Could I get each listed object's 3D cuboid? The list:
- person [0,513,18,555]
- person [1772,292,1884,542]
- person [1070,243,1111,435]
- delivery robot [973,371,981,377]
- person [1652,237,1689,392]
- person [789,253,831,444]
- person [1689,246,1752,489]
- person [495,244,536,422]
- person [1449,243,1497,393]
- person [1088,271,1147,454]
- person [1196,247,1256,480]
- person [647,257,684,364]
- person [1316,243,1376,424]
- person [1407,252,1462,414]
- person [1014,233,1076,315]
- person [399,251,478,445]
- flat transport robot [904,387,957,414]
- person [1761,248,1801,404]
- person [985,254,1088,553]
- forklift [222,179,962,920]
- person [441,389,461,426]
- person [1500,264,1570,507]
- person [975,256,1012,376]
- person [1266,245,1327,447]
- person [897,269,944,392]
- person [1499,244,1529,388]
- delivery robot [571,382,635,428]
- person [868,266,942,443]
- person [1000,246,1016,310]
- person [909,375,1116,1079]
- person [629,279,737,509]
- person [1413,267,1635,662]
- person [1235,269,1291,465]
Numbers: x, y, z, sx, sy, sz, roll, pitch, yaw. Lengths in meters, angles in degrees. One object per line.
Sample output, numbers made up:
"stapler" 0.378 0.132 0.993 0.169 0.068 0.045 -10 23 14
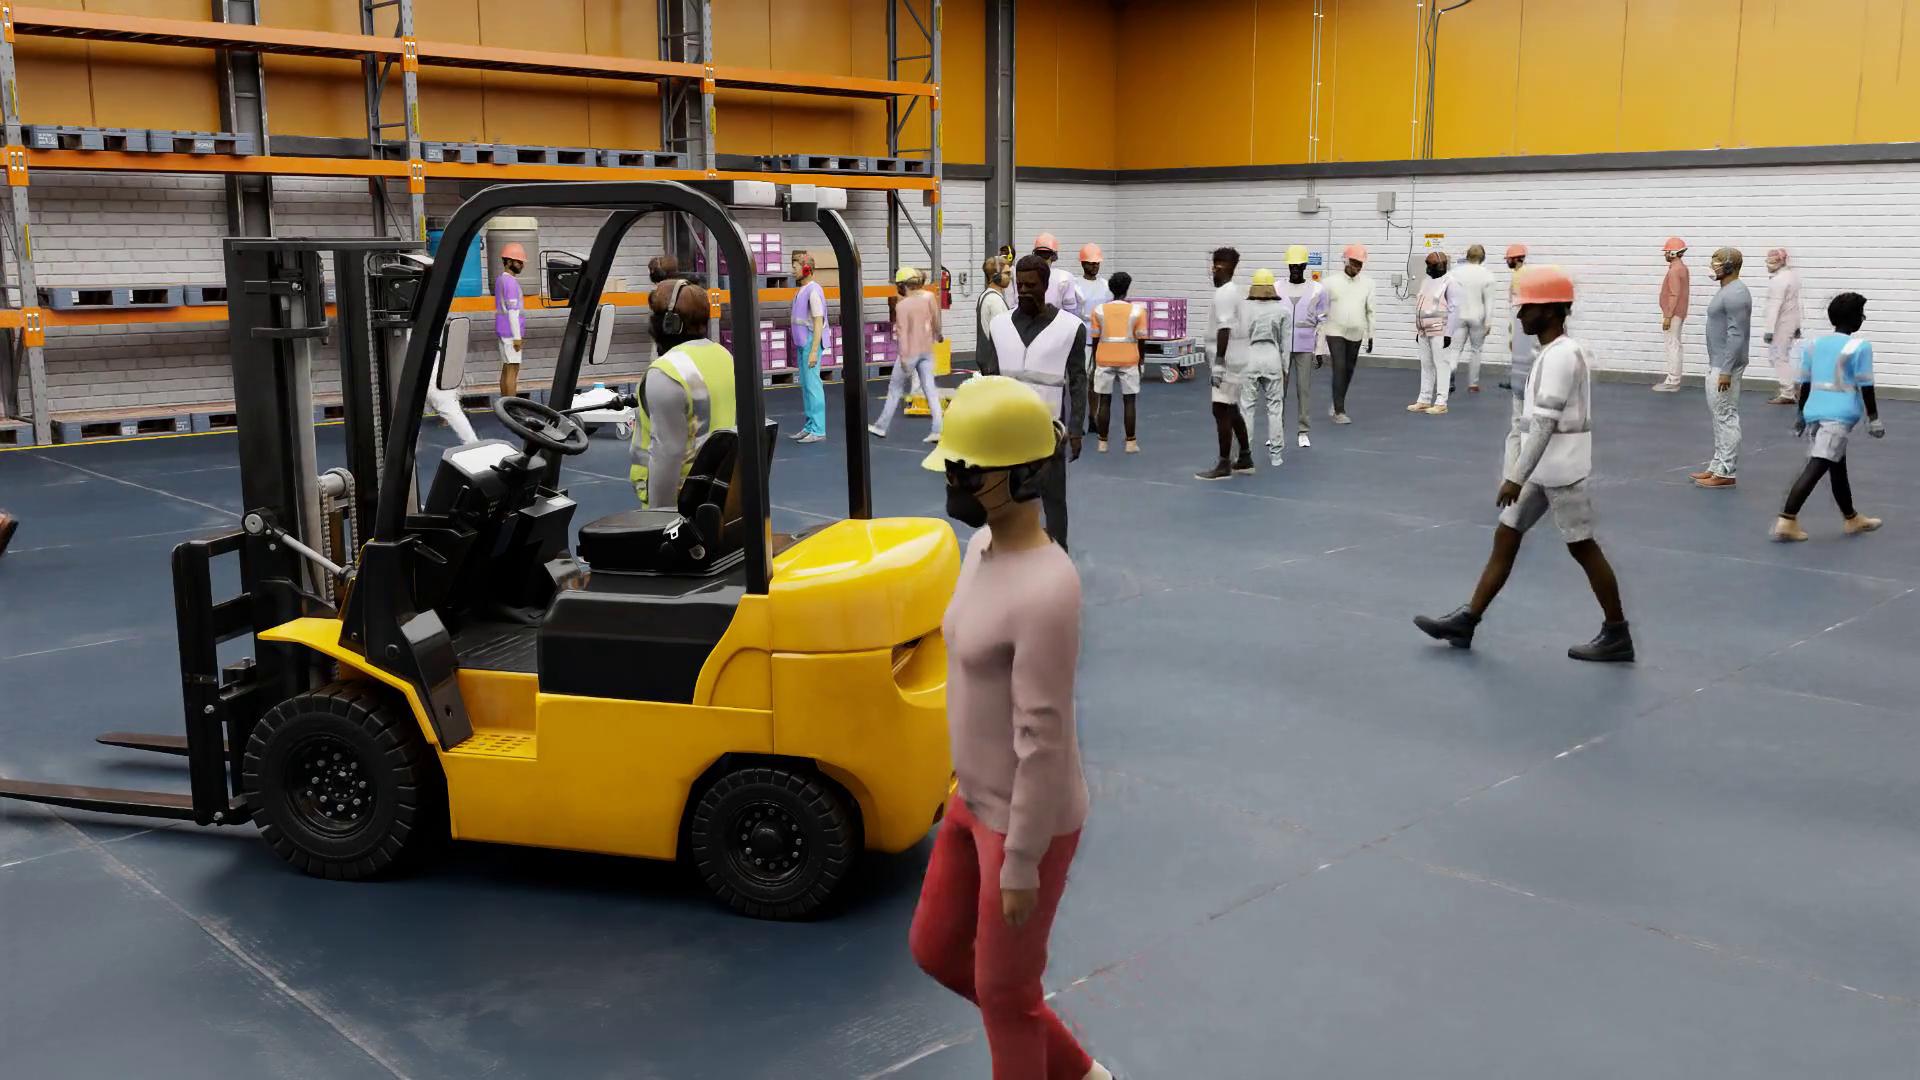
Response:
"person" -6.028 -0.695 9.747 0.625 1.886 0.656 -4 11 -22
"person" 5.794 -0.806 10.999 0.889 1.650 0.535 -2 11 -9
"person" 1.317 -2.028 16.883 0.551 1.936 0.356 -6 12 -28
"delivery robot" 0.506 -1.849 19.425 0.707 0.478 0.477 1 10 4
"person" 9.257 -2.928 21.632 0.395 1.993 0.614 7 13 34
"person" -1.464 -1.866 16.248 0.373 1.843 0.570 -3 11 -18
"person" 6.121 -1.376 13.327 0.354 1.937 0.635 3 11 18
"person" -4.862 -2.250 18.126 0.385 1.927 0.546 -5 11 -25
"person" 6.464 -2.799 21.128 0.635 1.922 0.756 6 12 31
"person" 1.453 -1.633 15.400 0.546 1.695 0.318 2 11 11
"person" 2.251 -1.464 13.867 0.420 1.935 0.703 3 11 18
"person" -3.041 -2.112 17.805 0.940 1.794 0.662 5 12 25
"person" 4.212 -2.271 18.226 0.628 1.952 0.963 -1 10 -3
"person" 5.401 -2.356 18.953 0.429 1.837 0.620 -4 11 -21
"person" 0.842 -2.024 16.573 0.615 2.040 0.391 1 10 4
"person" -4.590 -1.521 14.273 1.016 1.890 0.647 -3 11 -17
"flat transport robot" -0.234 -1.599 19.093 0.652 0.197 1.431 1 10 5
"person" 9.843 -2.552 19.926 0.502 1.870 0.668 7 12 32
"person" 0.423 -0.642 9.384 0.596 1.914 0.373 5 11 25
"forklift" -1.114 -0.058 5.440 2.313 2.155 1.214 2 11 13
"person" -5.699 -1.993 17.637 0.802 1.575 0.578 -4 11 -23
"person" 4.387 -1.130 12.340 0.773 1.800 0.626 -2 11 -12
"person" 0.311 -1.481 14.156 0.345 1.846 0.508 -2 11 -13
"person" 3.204 -1.851 15.947 0.587 1.927 0.367 3 11 15
"person" -0.498 -2.474 20.220 0.536 1.617 0.615 6 12 28
"person" 7.425 -2.953 21.993 0.570 1.914 0.587 5 12 27
"delivery robot" -3.591 -1.330 16.593 0.707 0.478 0.477 1 10 8
"person" -0.514 -1.812 16.316 0.939 1.711 0.518 8 13 37
"person" 0.711 -3.333 24.185 0.333 1.872 0.515 -3 11 -18
"person" 0.103 0.544 3.330 0.393 1.753 0.550 -3 11 -15
"person" -1.138 -0.142 6.860 0.429 1.846 0.626 3 11 16
"person" 2.773 -0.348 7.924 1.042 1.876 0.549 2 11 10
"person" 2.669 -1.527 14.725 0.496 1.734 0.360 1 10 6
